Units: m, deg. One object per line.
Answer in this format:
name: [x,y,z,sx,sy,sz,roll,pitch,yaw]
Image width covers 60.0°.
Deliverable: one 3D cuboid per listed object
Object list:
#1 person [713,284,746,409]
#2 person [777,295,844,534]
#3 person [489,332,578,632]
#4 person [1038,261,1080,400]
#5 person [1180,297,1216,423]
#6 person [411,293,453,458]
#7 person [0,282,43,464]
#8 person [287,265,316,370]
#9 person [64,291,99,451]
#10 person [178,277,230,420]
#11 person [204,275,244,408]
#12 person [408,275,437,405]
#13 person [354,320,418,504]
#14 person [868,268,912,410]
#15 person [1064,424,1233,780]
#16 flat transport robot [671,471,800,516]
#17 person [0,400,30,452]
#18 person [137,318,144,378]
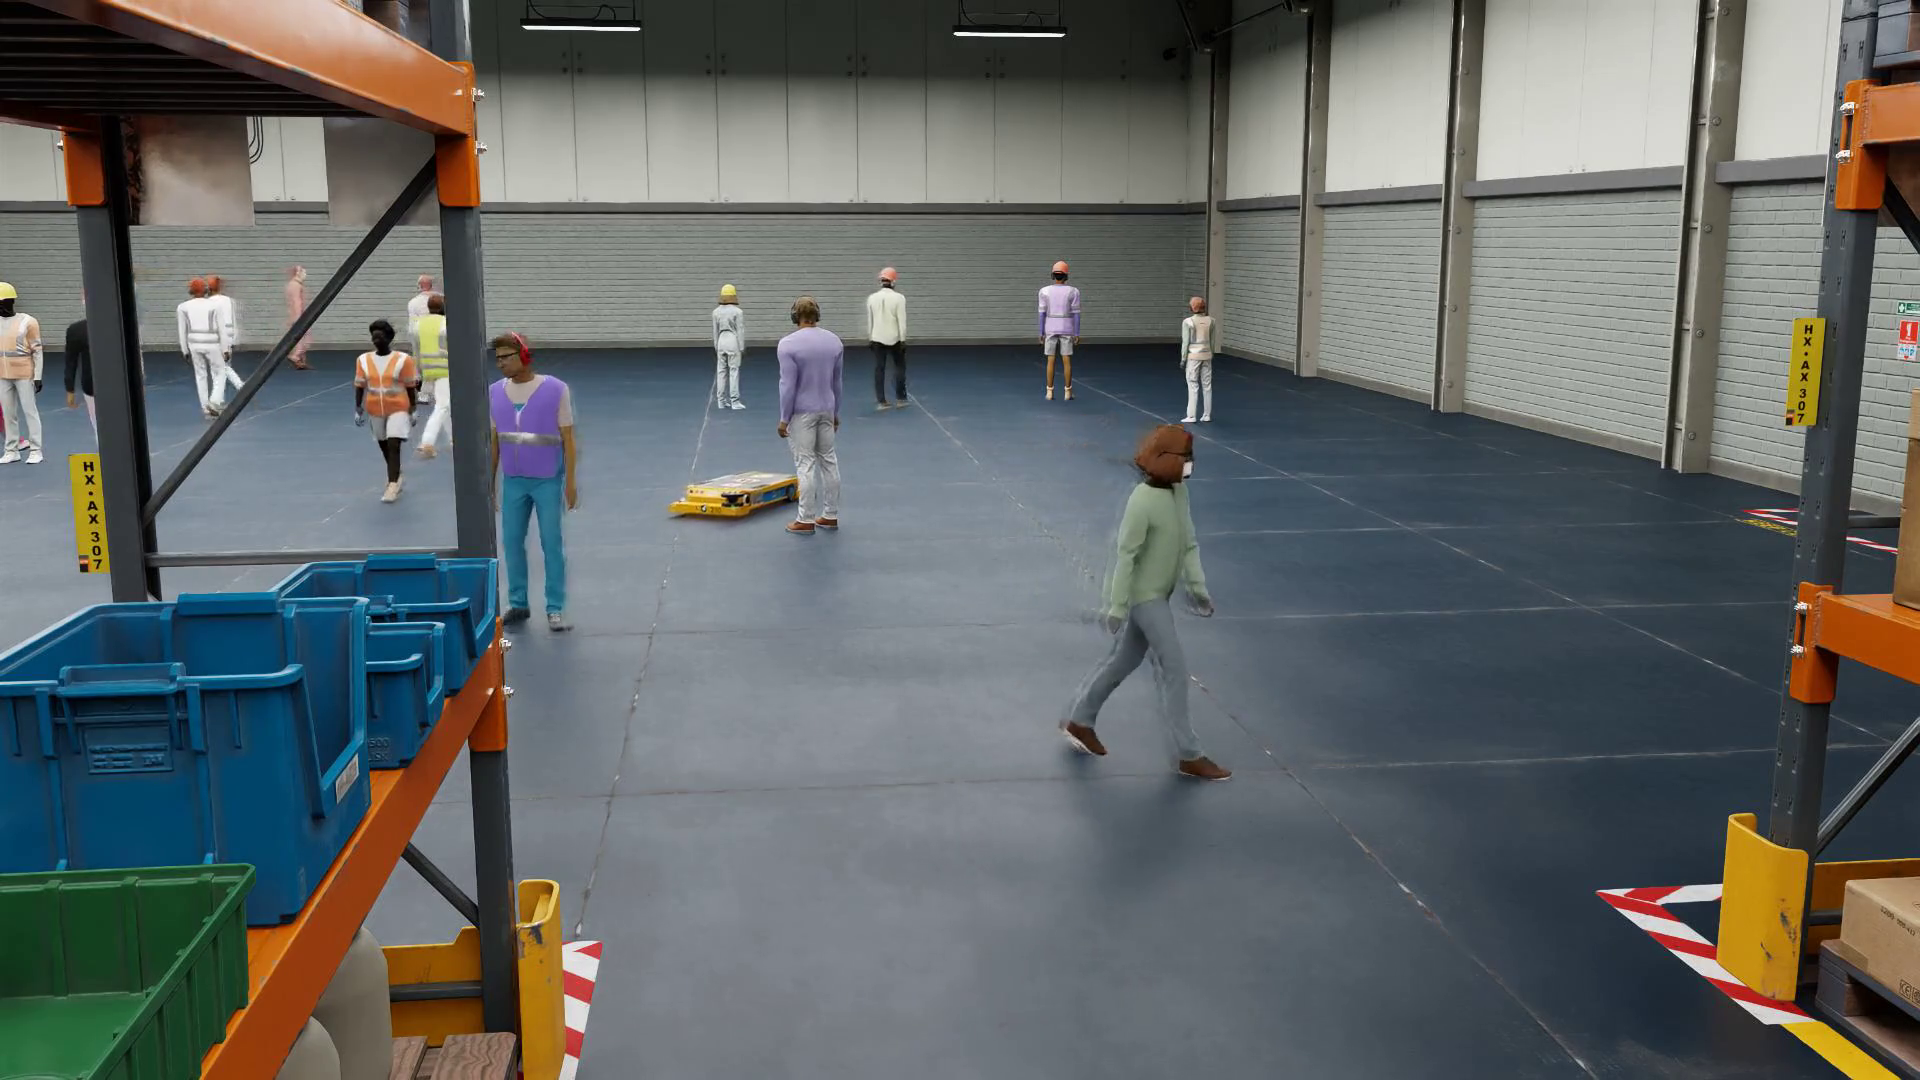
person: [-3.228,-2.701,23.318,0.485,1.743,0.316,5,12,27]
person: [-1.220,-1.010,13.510,0.629,1.934,0.378,-9,14,-42]
person: [-2.643,-0.356,10.239,0.659,1.820,0.383,2,11,13]
person: [1.463,-3.077,24.535,0.616,2.041,0.379,1,10,7]
person: [3.079,-2.324,21.520,0.512,1.638,0.312,-5,12,-26]
person: [-5.720,-1.814,18.285,0.630,1.806,0.953,5,11,23]
person: [-10.023,-1.757,17.618,0.591,1.926,0.387,1,10,4]
person: [-11.865,-3.999,29.994,0.428,1.890,0.681,-4,11,-21]
person: [-8.146,-1.434,15.792,0.659,1.944,0.998,-3,11,-18]
person: [-9.933,-2.510,21.872,0.614,1.876,0.398,-1,10,-7]
person: [-10.341,-2.764,23.295,0.537,1.870,0.604,4,11,21]
person: [-7.505,-2.833,23.667,0.637,1.872,0.889,-7,12,-34]
person: [-5.273,-1.203,15.328,0.541,1.658,0.867,0,10,0]
person: [-0.953,-2.828,23.364,0.653,1.964,0.836,5,11,26]
person: [0.833,0.253,7.541,0.852,1.587,0.478,5,11,25]
flat transport robot: [-1.936,-0.430,14.887,0.652,0.197,1.431,4,11,21]
person: [-10.677,-1.788,18.301,0.548,1.724,0.852,5,12,26]
person: [-13.504,-3.445,26.881,0.453,1.924,0.626,-5,11,-24]
